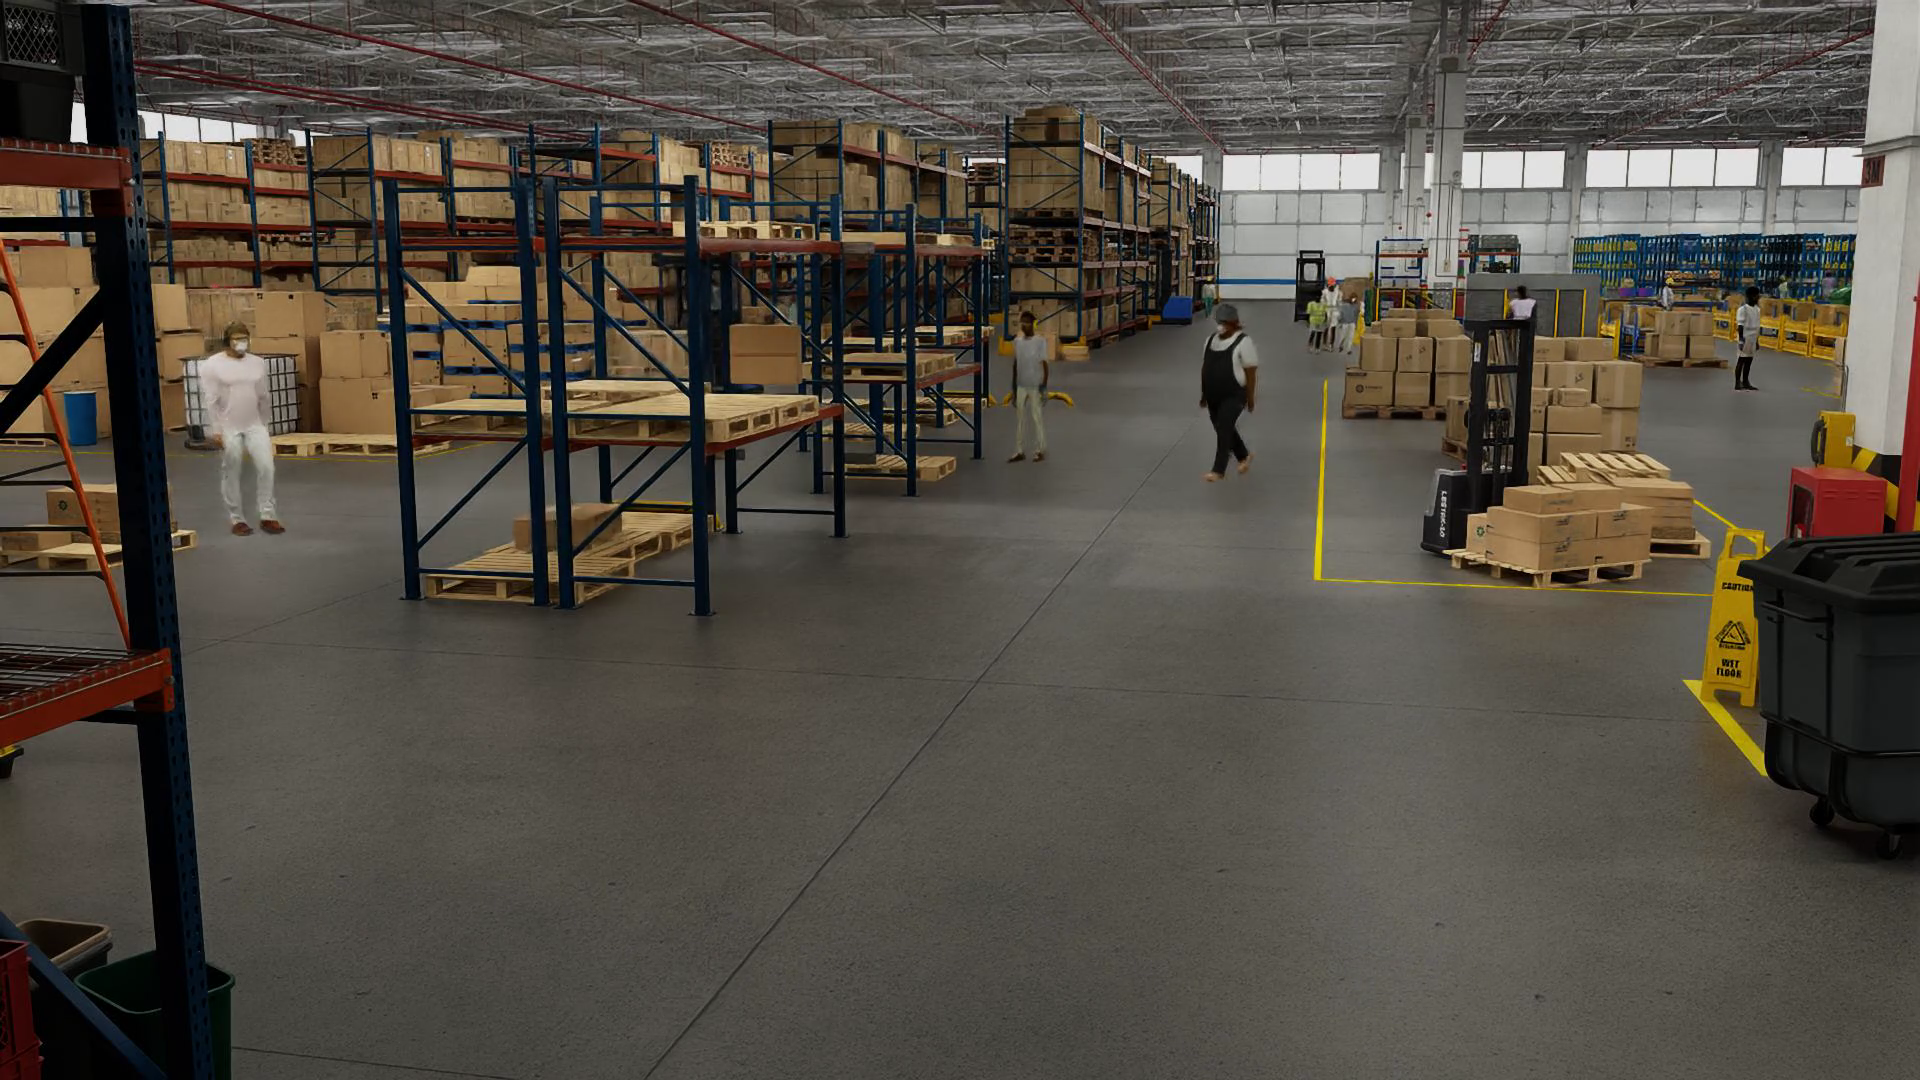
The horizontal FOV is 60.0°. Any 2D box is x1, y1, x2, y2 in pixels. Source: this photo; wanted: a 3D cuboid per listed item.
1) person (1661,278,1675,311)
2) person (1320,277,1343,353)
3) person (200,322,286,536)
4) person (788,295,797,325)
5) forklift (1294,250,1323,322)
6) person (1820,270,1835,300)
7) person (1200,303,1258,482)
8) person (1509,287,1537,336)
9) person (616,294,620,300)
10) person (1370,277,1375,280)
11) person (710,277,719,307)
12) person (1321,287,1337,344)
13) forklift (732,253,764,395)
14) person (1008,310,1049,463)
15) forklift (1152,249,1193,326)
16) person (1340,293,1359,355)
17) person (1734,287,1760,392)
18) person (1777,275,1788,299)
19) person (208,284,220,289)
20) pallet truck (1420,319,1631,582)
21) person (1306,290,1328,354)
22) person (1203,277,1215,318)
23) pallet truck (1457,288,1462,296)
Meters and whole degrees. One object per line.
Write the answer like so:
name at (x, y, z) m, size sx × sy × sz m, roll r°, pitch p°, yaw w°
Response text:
person at (24.692, -8.223, 58.047) m, size 0.403 × 1.818 × 0.601 m, roll 7°, pitch 12°, yaw 34°
person at (9.876, -6.014, 44.370) m, size 0.615 × 2.020 × 0.772 m, roll 1°, pitch 10°, yaw 7°
person at (-6.356, -0.969, 14.781) m, size 0.696 × 1.915 × 0.640 m, roll 8°, pitch 13°, yaw 41°
person at (-4.188, -5.324, 41.563) m, size 0.853 × 1.585 × 0.536 m, roll 1°, pitch 10°, yaw 6°
forklift at (13.778, -10.002, 65.433) m, size 1.129 × 2.768 × 1.873 m, roll 2°, pitch 10°, yaw 12°
person at (38.764, -11.056, 74.304) m, size 0.625 × 1.999 × 1.039 m, roll 0°, pitch 10°, yaw 3°
person at (3.068, -1.700, 18.755) m, size 0.932 × 2.000 × 0.677 m, roll -7°, pitch 12°, yaw -37°
person at (12.744, -4.793, 37.631) m, size 0.629 × 1.867 × 0.566 m, roll 6°, pitch 11°, yaw 31°
person at (-8.443, -5.240, 40.935) m, size 0.524 × 1.631 × 0.315 m, roll 0°, pitch 10°, yaw 0°
person at (20.705, -12.467, 83.838) m, size 0.544 × 1.584 × 0.846 m, roll -8°, pitch 13°, yaw -41°
person at (-7.532, -7.059, 50.802) m, size 0.353 × 1.933 × 0.633 m, roll -6°, pitch 12°, yaw -34°
person at (10.886, -6.710, 48.890) m, size 0.683 × 1.874 × 0.833 m, roll 2°, pitch 10°, yaw 14°
forklift at (-4.072, -3.648, 27.806) m, size 1.129 × 2.768 × 1.873 m, roll 2°, pitch 10°, yaw 12°
person at (0.838, -1.875, 20.315) m, size 0.534 × 1.864 × 0.309 m, roll 6°, pitch 11°, yaw 33°
forklift at (7.646, -9.320, 61.395) m, size 1.873 × 2.768 × 1.129 m, roll 2°, pitch 10°, yaw 11°
person at (10.128, -5.642, 43.334) m, size 0.516 × 1.612 × 0.534 m, roll -1°, pitch 10°, yaw -5°
person at (14.788, -3.761, 31.181) m, size 0.607 × 1.965 × 0.366 m, roll -7°, pitch 12°, yaw -35°
person at (35.072, -10.387, 70.881) m, size 0.503 × 1.812 × 0.623 m, roll 2°, pitch 10°, yaw 10°
person at (-16.946, -4.883, 37.967) m, size 0.451 × 1.916 × 0.566 m, roll -9°, pitch 13°, yaw -41°
pallet truck at (4.543, -0.757, 13.299) m, size 0.823 × 1.965 × 1.885 m, roll -4°, pitch 10°, yaw -22°
person at (9.283, -5.649, 43.209) m, size 0.548 × 1.678 × 0.525 m, roll -1°, pitch 10°, yaw -6°
person at (10.568, -10.311, 70.627) m, size 0.525 × 1.735 × 0.811 m, roll 1°, pitch 10°, yaw 7°
pallet truck at (20.506, -9.785, 68.819) m, size 0.653 × 1.274 × 1.630 m, roll 2°, pitch 10°, yaw 12°
